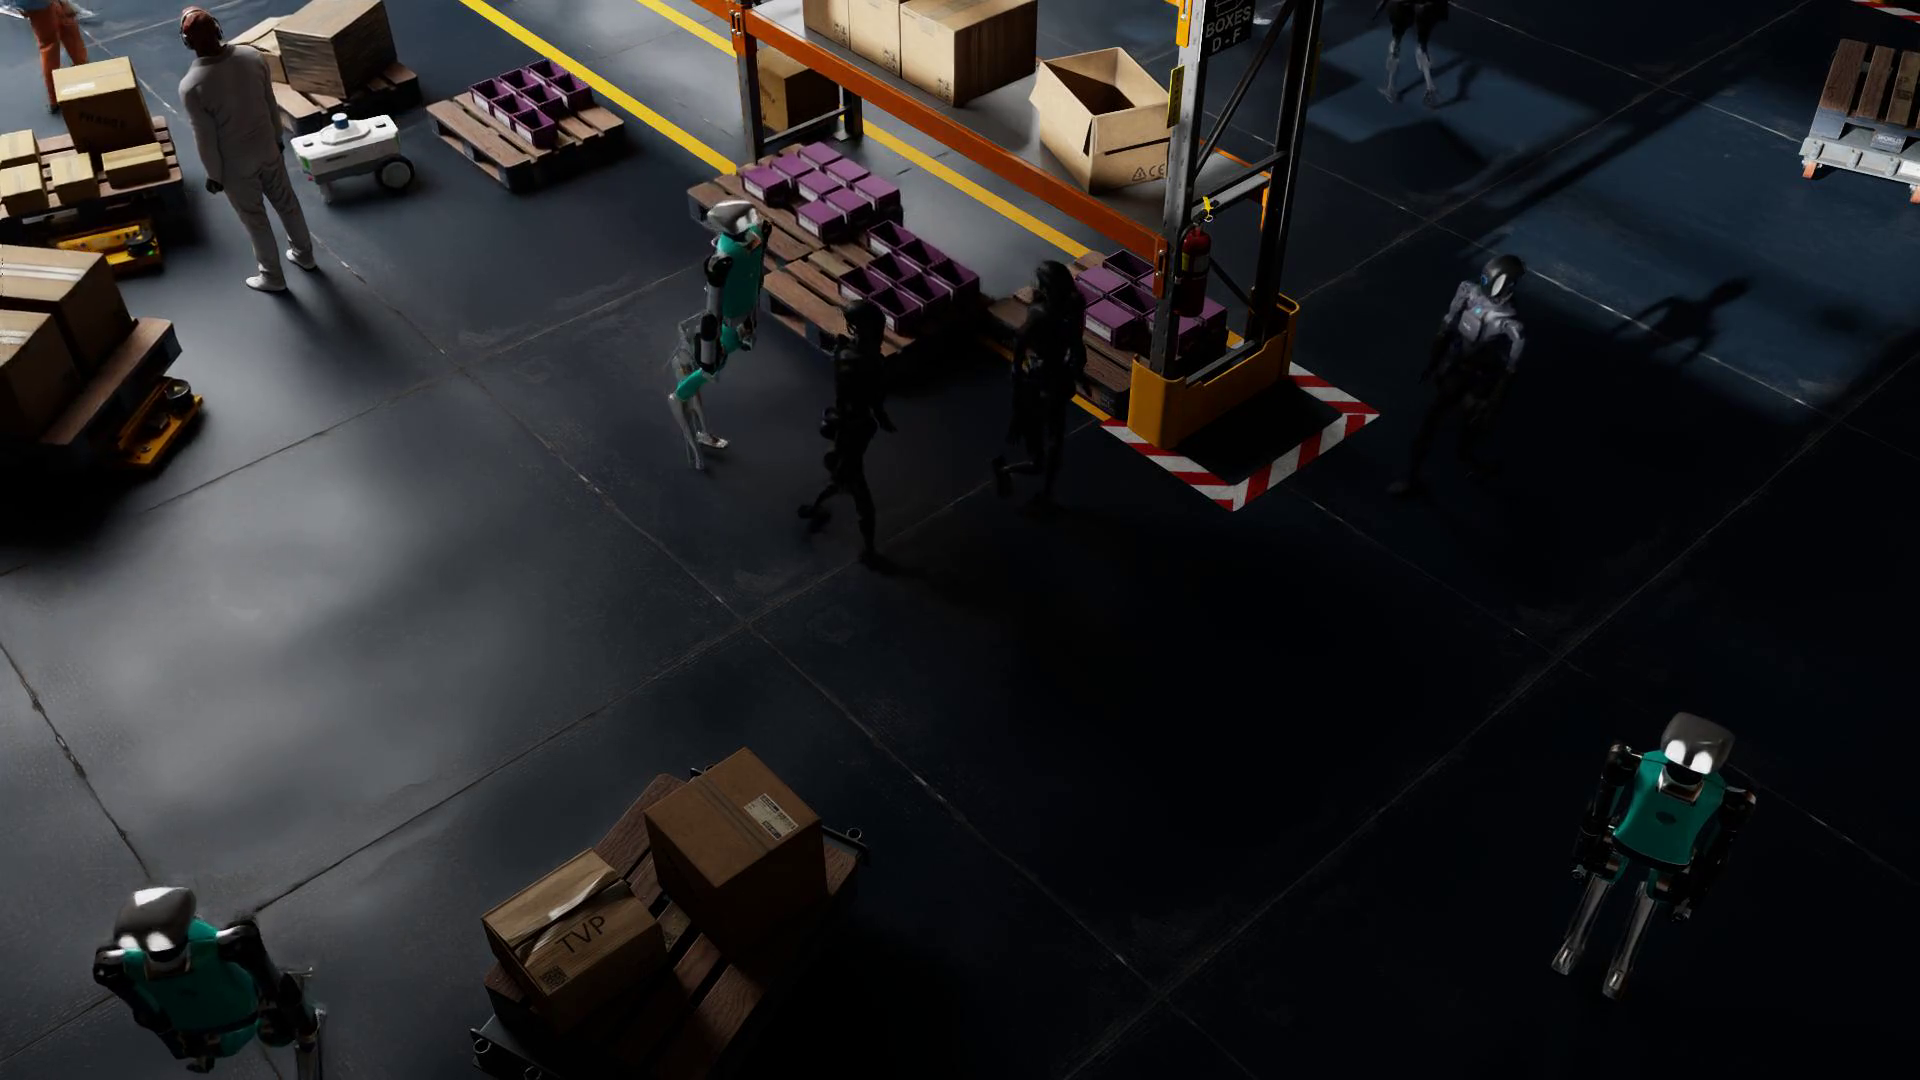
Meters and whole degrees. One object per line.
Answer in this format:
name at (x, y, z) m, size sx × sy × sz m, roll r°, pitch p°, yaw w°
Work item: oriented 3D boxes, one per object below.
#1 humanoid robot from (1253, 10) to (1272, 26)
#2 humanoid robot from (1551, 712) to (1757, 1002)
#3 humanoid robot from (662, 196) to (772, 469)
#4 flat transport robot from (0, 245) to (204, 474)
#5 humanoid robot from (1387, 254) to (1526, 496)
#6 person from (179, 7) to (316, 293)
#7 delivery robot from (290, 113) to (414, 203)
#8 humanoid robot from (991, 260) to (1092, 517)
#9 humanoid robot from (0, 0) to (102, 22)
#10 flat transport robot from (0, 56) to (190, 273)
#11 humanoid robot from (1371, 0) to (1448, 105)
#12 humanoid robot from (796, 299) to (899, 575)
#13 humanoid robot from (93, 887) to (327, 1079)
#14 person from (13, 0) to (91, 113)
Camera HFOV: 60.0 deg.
humanoid robot at (2.127, -5.057, 13.555) m, size 1.054 × 1.769 × 0.548 m, roll 19°, pitch 46°, yaw 19°
humanoid robot at (2.758, 1.185, 6.648) m, size 0.532 × 1.695 × 0.730 m, roll 21°, pitch 47°, yaw 21°
humanoid robot at (-1.432, -1.135, 9.272) m, size 0.831 × 1.806 × 0.547 m, roll 18°, pitch 45°, yaw 18°
flat transport robot at (-5.347, -0.739, 9.899) m, size 1.431 × 0.231 × 0.659 m, roll 6°, pitch 43°, yaw 6°
humanoid robot at (2.807, -0.880, 9.037) m, size 0.610 × 1.647 × 0.599 m, roll -20°, pitch 46°, yaw -21°
person at (-4.565, -2.463, 10.569) m, size 0.406 × 1.903 × 0.636 m, roll 21°, pitch 47°, yaw 22°
delivery robot at (-4.340, -2.770, 11.904) m, size 0.776 × 0.604 × 0.525 m, roll -23°, pitch 47°, yaw -23°
humanoid robot at (0.432, -0.830, 8.960) m, size 0.411 × 1.654 × 0.613 m, roll 32°, pitch 52°, yaw 30°
humanoid robot at (-7.725, -4.971, 13.450) m, size 1.034 × 1.754 × 0.555 m, roll 4°, pitch 43°, yaw 4°
flat transport robot at (-5.994, -2.272, 11.566) m, size 0.659 × 0.231 × 1.431 m, roll -18°, pitch 46°, yaw -19°
humanoid robot at (3.434, -4.014, 12.427) m, size 0.605 × 1.644 × 0.515 m, roll -9°, pitch 43°, yaw -9°
humanoid robot at (-0.611, -0.582, 8.718) m, size 0.678 × 1.632 × 0.593 m, roll 13°, pitch 44°, yaw 13°
humanoid robot at (-2.670, 1.663, 6.254) m, size 0.556 × 1.841 × 0.887 m, roll -8°, pitch 43°, yaw -8°
person at (-6.816, -4.112, 12.475) m, size 0.521 × 1.741 × 0.726 m, roll 34°, pitch 52°, yaw 31°
